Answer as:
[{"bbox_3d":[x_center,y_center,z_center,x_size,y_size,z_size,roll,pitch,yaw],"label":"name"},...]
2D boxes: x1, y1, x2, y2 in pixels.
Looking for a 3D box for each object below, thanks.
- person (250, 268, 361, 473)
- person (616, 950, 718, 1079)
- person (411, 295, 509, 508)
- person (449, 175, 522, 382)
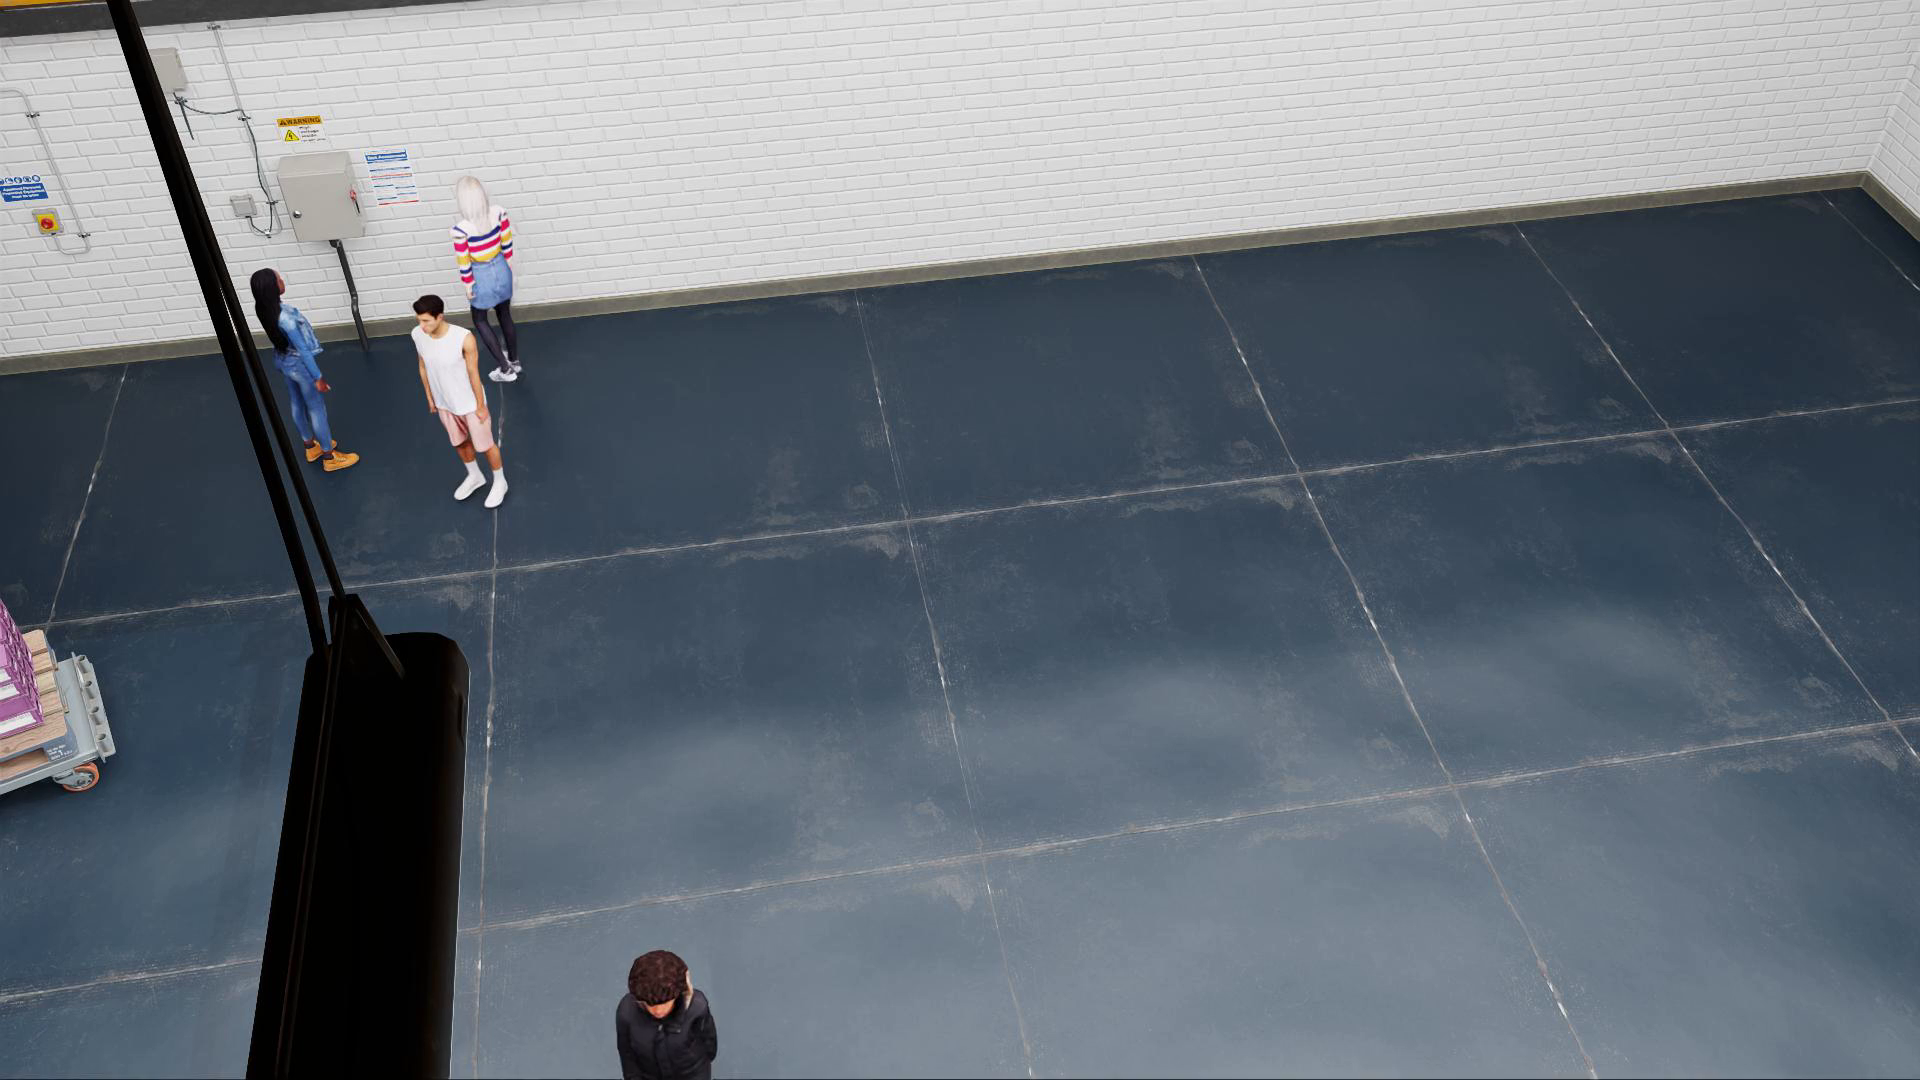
[{"bbox_3d":[-4.809,-1.239,12.070,0.654,1.712,0.737,31,52,28],"label":"person"},{"bbox_3d":[-1.421,2.494,8.115,0.626,1.761,1.002,-6,44,-6],"label":"person"},{"bbox_3d":[-3.532,-1.015,11.785,0.736,1.780,0.739,13,45,13],"label":"person"},{"bbox_3d":[-3.593,-1.993,12.792,0.805,1.808,0.851,-33,53,-30],"label":"person"}]
